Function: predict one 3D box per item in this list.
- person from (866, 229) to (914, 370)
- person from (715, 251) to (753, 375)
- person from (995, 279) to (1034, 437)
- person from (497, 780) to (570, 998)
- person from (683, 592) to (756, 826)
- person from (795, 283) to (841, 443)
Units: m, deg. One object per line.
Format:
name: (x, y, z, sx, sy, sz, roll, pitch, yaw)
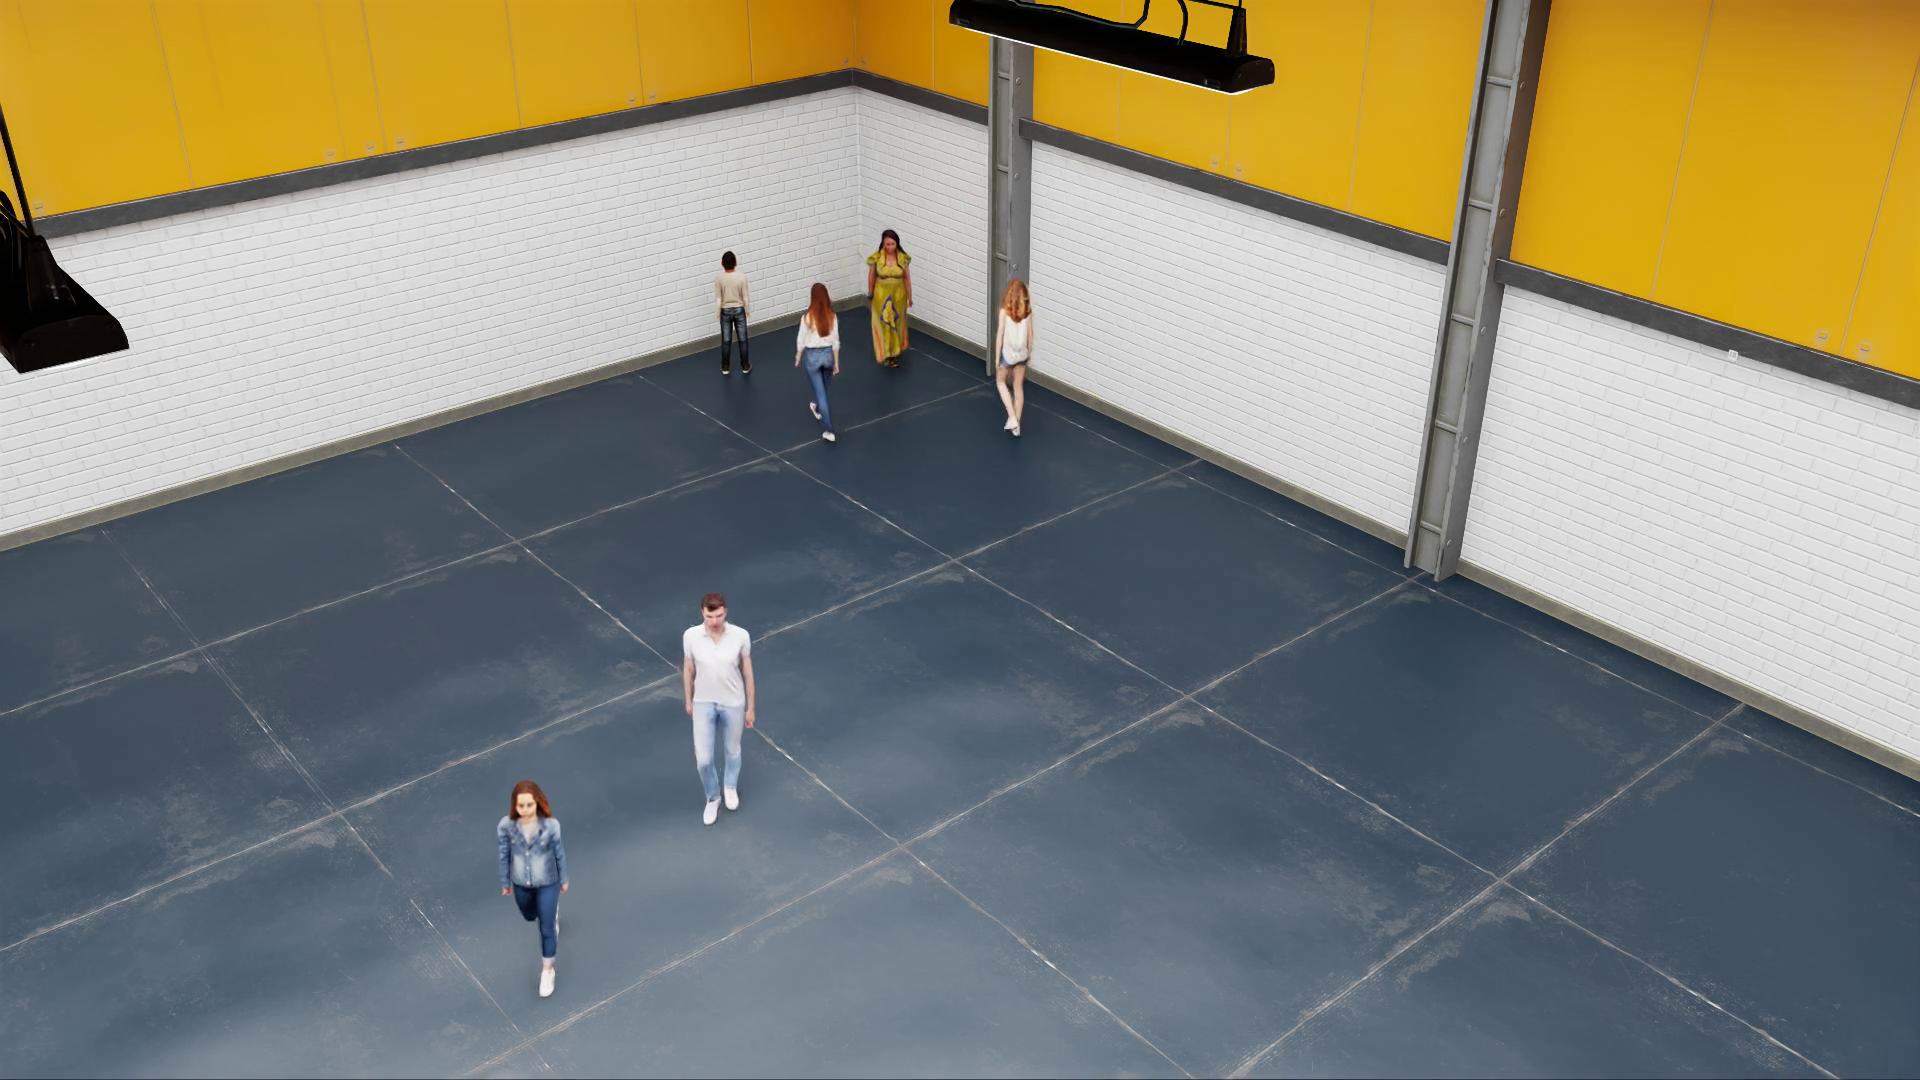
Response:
person: (-0.852, -2.896, 19.685, 1.031, 1.616, 1.381, -9, 30, -16)
person: (-2.651, -2.648, 19.393, 0.618, 1.459, 0.637, -4, 29, -7)
person: (0.606, -1.898, 17.718, 0.702, 1.748, 0.742, -9, 30, -16)
person: (-2.707, 2.135, 10.628, 0.913, 1.457, 1.010, 0, 29, -1)
person: (-1.745, 1.136, 12.064, 0.826, 1.835, 0.878, -3, 29, -6)
person: (-1.466, -1.861, 17.716, 0.787, 1.685, 1.168, -13, 31, -22)
